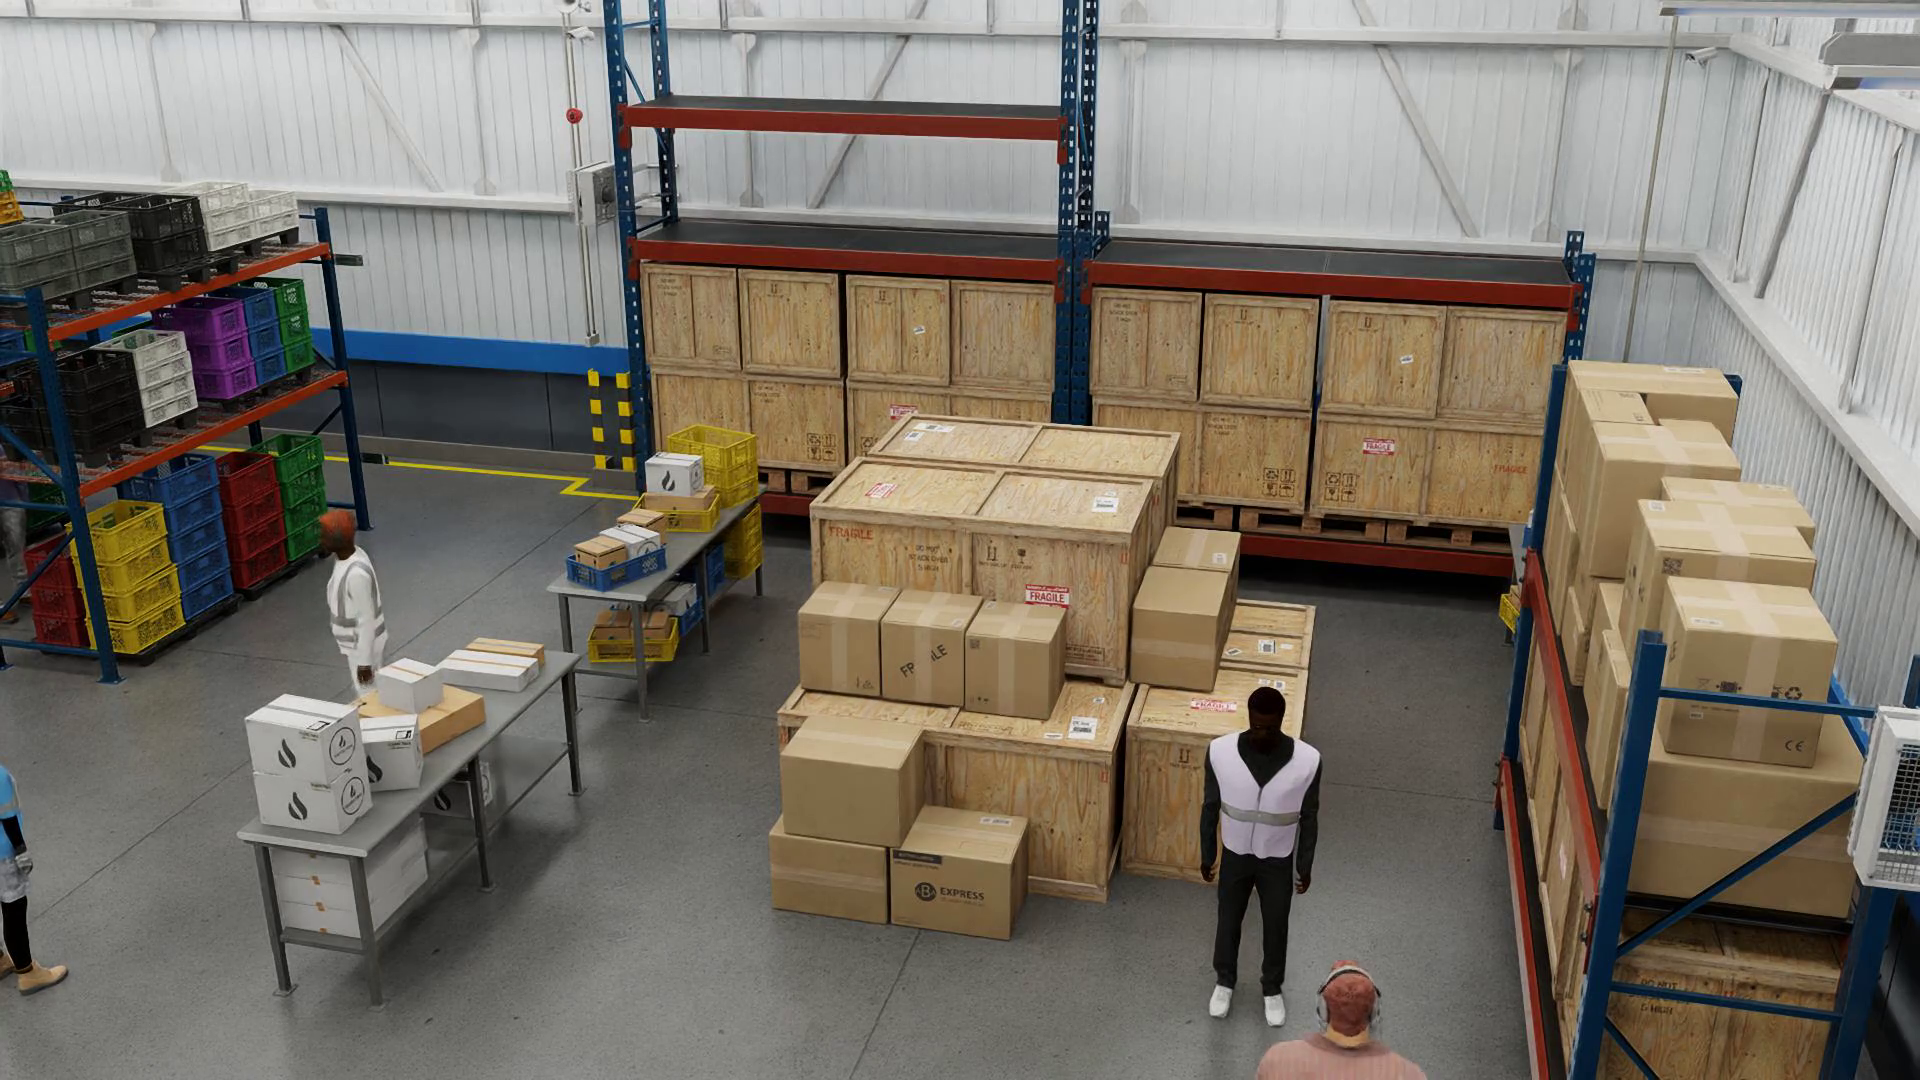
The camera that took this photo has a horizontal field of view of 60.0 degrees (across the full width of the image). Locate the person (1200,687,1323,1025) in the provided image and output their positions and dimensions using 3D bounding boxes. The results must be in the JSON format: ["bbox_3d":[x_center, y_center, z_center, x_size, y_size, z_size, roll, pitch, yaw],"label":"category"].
[{"bbox_3d":[1.528,1.599,8.552,0.592,1.911,0.390,4,21,11],"label":"person"}]

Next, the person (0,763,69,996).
[{"bbox_3d":[-5.120,1.611,8.808,0.540,1.695,0.317,11,23,26],"label":"person"}]

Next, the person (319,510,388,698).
[{"bbox_3d":[-3.958,0.685,10.974,0.341,1.883,0.583,-10,23,-25],"label":"person"}]

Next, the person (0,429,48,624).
[{"bbox_3d":[-7.814,-0.282,13.437,0.371,1.932,0.634,9,23,23],"label":"person"}]

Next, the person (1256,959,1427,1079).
[{"bbox_3d":[1.388,2.519,6.228,0.654,1.862,0.813,3,21,9],"label":"person"}]
